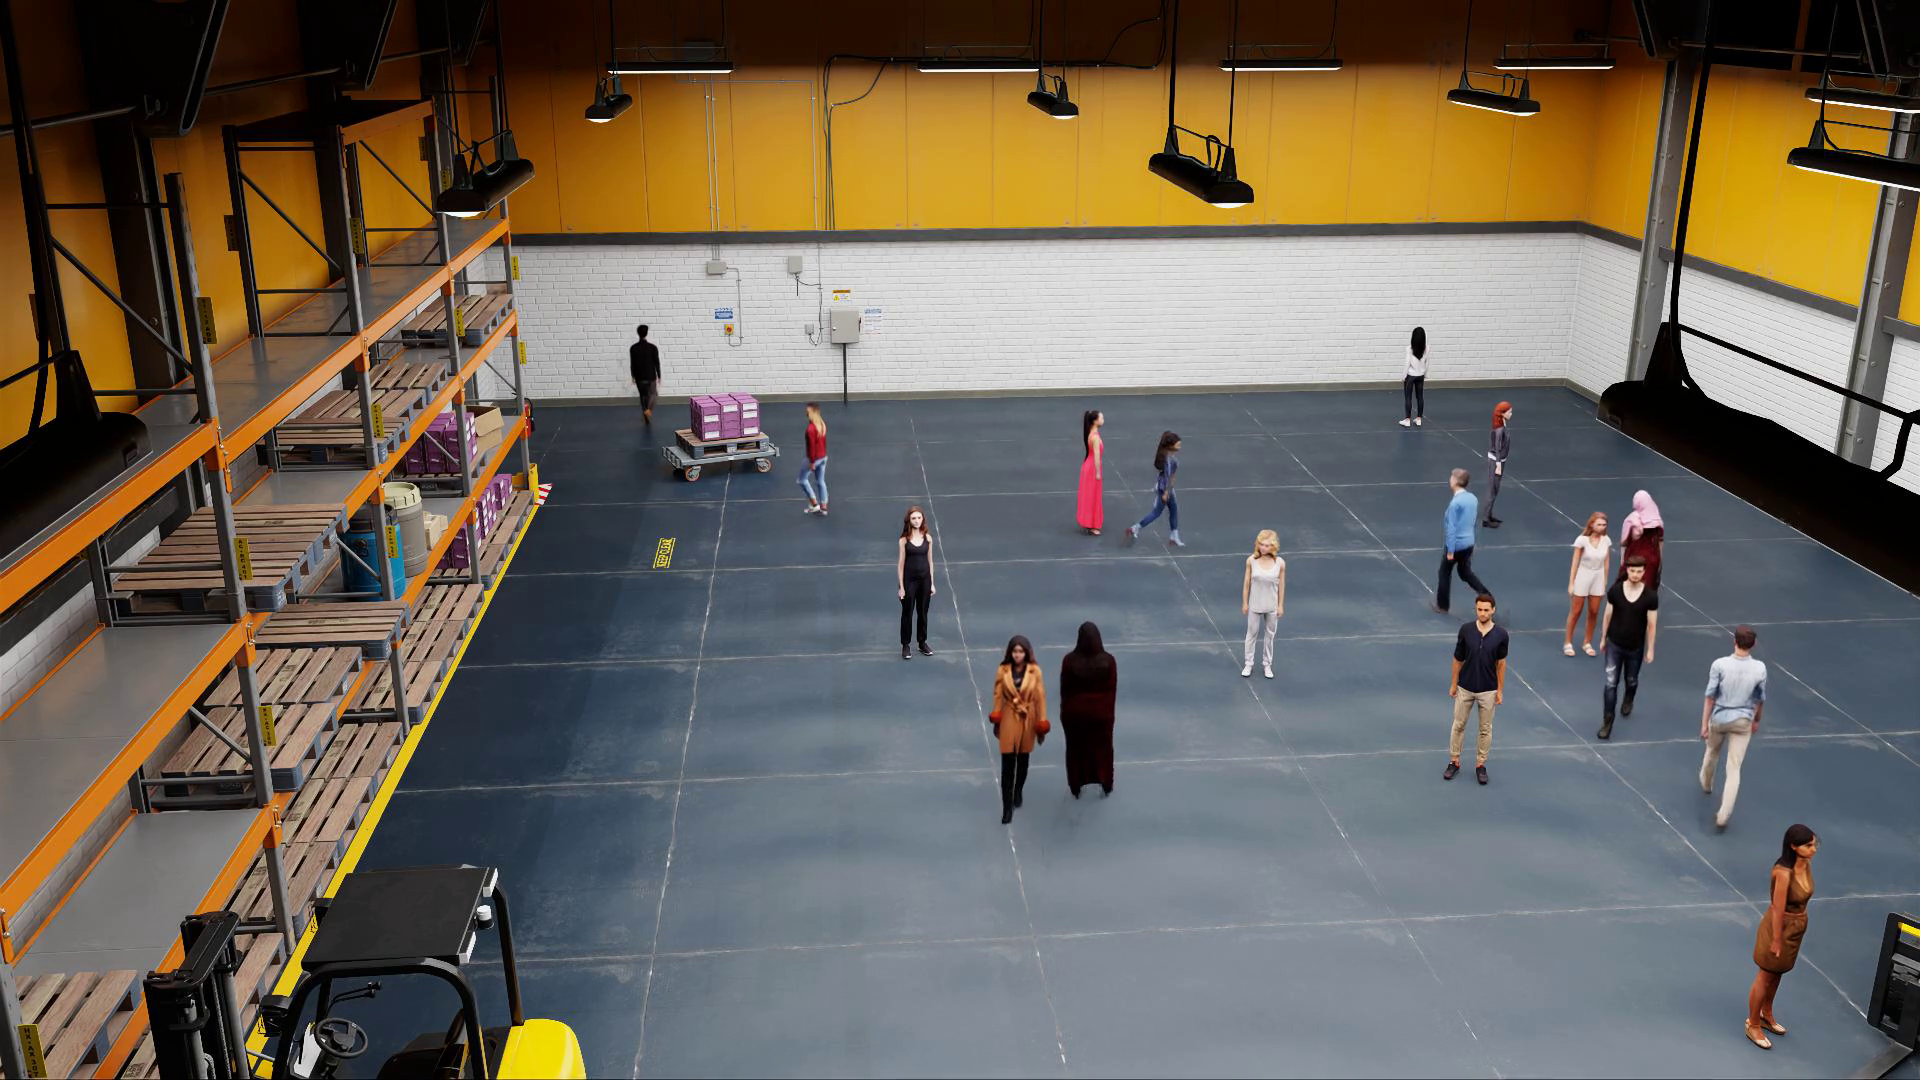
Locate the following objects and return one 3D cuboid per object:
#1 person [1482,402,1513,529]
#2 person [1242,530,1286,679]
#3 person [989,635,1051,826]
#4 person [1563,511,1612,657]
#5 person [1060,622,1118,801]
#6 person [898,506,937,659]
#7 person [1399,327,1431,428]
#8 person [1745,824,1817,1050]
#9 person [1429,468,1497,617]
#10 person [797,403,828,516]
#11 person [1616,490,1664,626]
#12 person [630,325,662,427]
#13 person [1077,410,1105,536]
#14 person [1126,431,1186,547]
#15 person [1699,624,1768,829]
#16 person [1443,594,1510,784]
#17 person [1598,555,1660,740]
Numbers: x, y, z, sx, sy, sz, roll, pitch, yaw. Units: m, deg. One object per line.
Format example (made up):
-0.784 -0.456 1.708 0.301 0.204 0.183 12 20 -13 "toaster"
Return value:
7.412 -1.052 22.976 0.709 1.778 0.578 7 20 19 "person"
3.294 0.675 18.015 0.650 1.672 0.634 3 19 10 "person"
0.535 1.660 15.065 0.828 1.687 1.116 1 19 4 "person"
7.020 0.473 18.586 0.576 1.690 0.541 0 19 -1 "person"
1.138 1.597 15.157 0.668 1.748 0.623 1 19 2 "person"
-0.498 0.453 18.555 0.649 1.748 0.620 -7 20 -21 "person"
7.726 -2.786 28.247 0.663 1.700 0.613 -5 19 -16 "person"
5.809 2.773 11.756 0.647 1.690 0.681 -16 24 -39 "person"
5.977 0.071 19.635 1.193 1.782 1.073 17 25 42 "person"
-1.967 -1.118 23.421 0.793 1.619 0.705 9 21 26 "person"
7.942 0.259 19.388 0.901 1.584 1.152 6 20 18 "person"
-5.332 -2.782 28.223 0.729 1.709 0.982 0 19 1 "person"
1.809 -0.934 22.707 0.688 1.726 0.528 -4 19 -10 "person"
2.638 -0.658 22.094 0.903 1.594 1.043 3 19 8 "person"
6.876 1.686 14.816 0.990 1.796 1.304 6 19 17 "person"
4.864 1.375 15.644 0.703 1.859 0.672 6 20 18 "person"
6.693 1.021 16.683 1.106 1.866 1.277 10 21 27 "person"
